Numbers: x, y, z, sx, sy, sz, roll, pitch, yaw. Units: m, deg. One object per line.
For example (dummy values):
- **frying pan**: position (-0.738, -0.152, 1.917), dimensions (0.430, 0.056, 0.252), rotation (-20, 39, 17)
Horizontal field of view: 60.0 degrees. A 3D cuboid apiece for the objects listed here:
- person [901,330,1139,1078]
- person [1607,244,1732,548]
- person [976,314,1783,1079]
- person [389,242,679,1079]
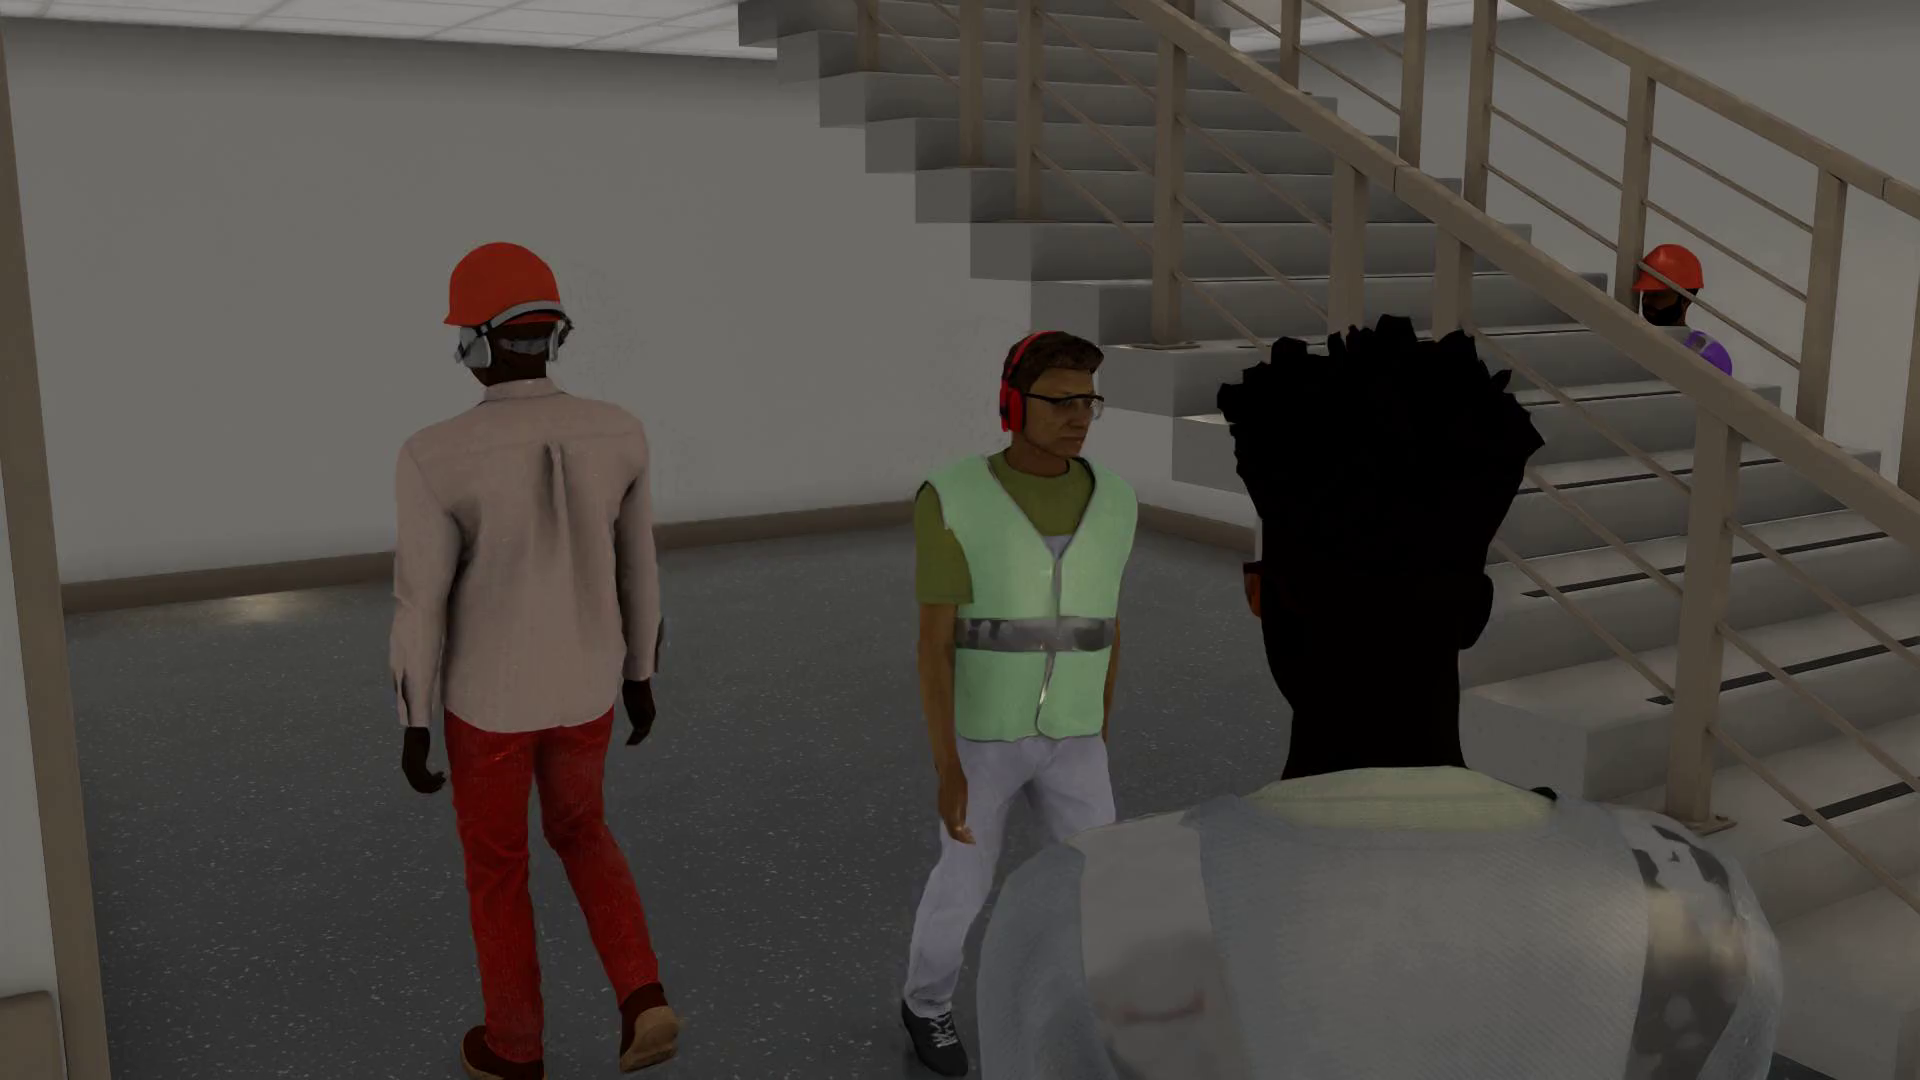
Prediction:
- **person**: position (0.148, 0.434, 3.702), dimensions (0.582, 1.805, 0.929), rotation (-5, 12, -25)
- **person**: position (2.817, -0.221, 6.771), dimensions (0.351, 1.941, 0.545), rotation (-5, 12, -25)
- **person**: position (0.301, 0.806, 1.340), dimensions (0.612, 1.956, 0.385), rotation (-1, 11, -7)
- **person**: position (-0.941, 0.334, 3.736), dimensions (0.635, 1.977, 0.558), rotation (-10, 15, -43)
